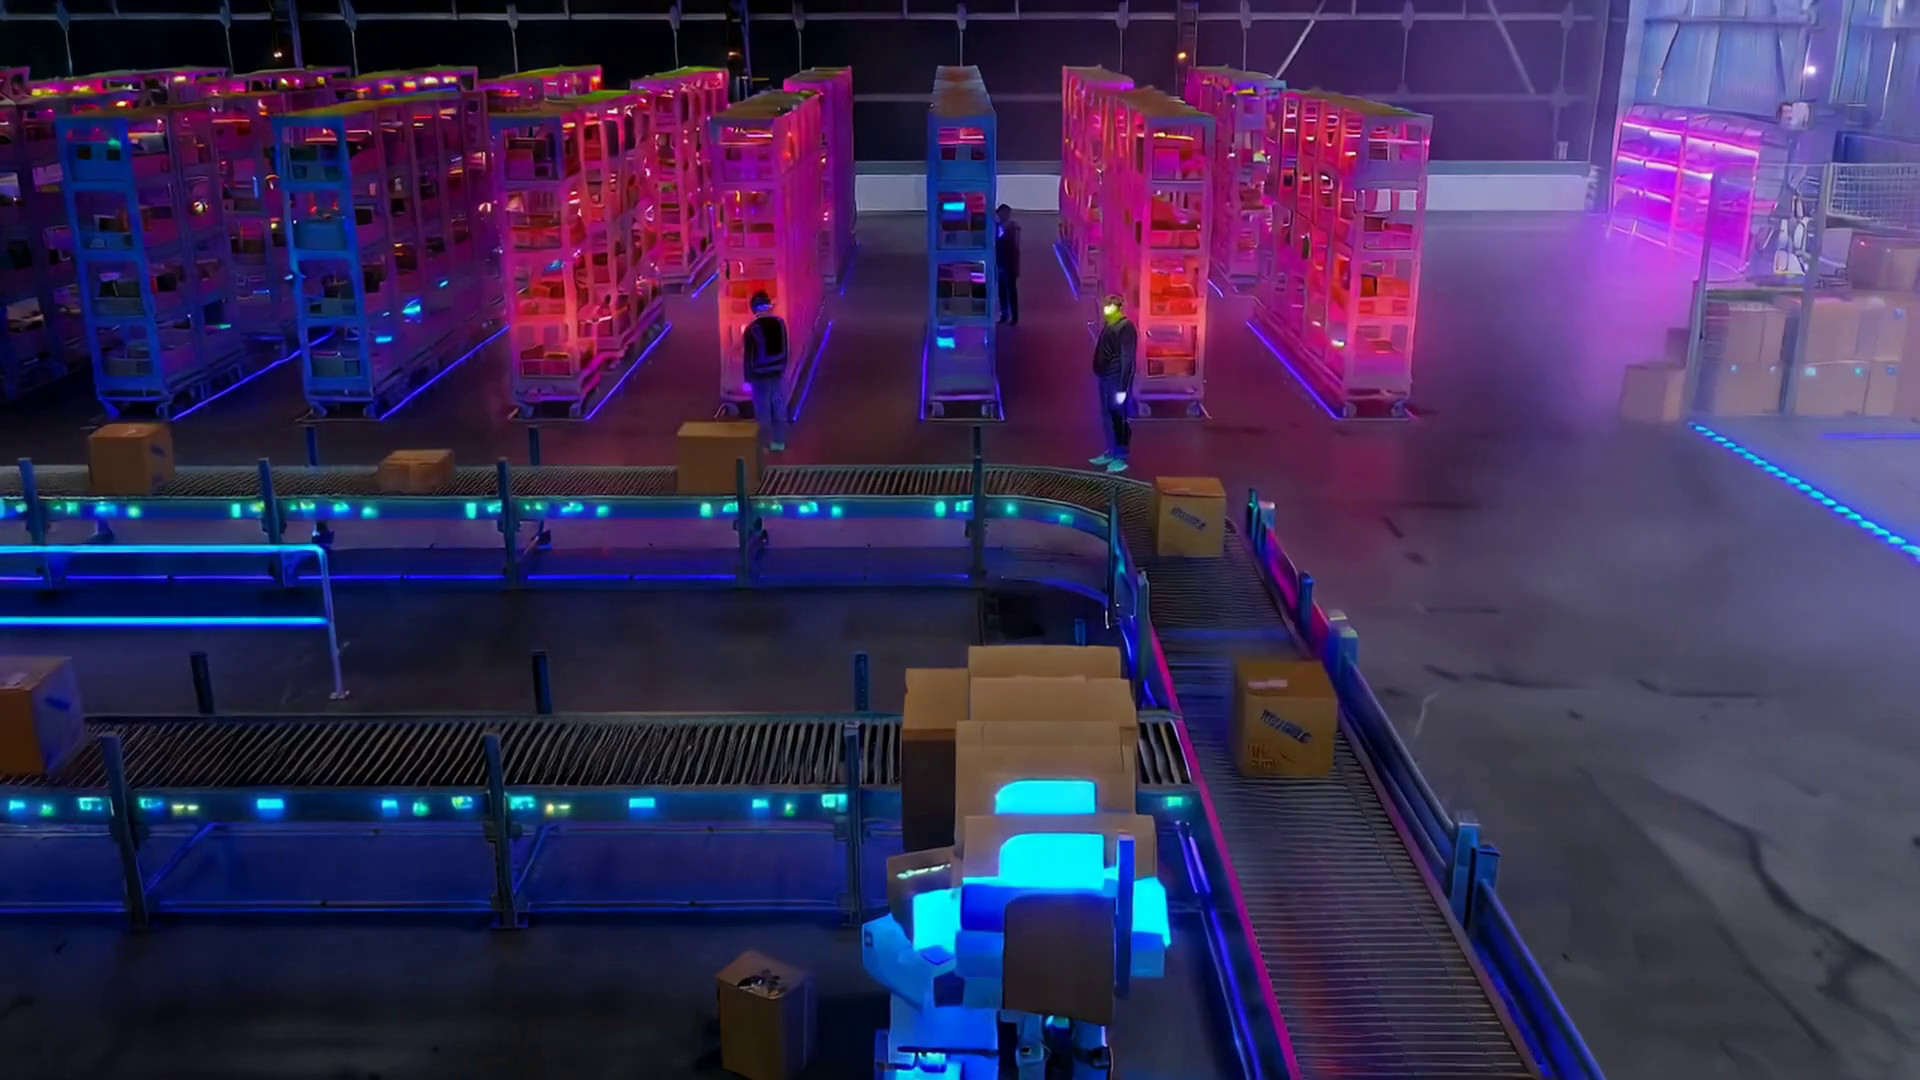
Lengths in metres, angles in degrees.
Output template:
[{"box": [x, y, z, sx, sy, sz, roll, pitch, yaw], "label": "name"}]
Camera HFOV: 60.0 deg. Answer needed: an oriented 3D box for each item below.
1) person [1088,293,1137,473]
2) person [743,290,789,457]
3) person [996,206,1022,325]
[{"box": [1.623, -1.680, 17.725, 0.408, 1.913, 0.642, -5, 19, -16], "label": "person"}, {"box": [-2.153, -1.834, 18.329, 0.592, 1.828, 0.404, -17, 25, -42], "label": "person"}, {"box": [0.695, -4.269, 25.834, 0.571, 1.831, 0.409, 11, 21, 29], "label": "person"}]
